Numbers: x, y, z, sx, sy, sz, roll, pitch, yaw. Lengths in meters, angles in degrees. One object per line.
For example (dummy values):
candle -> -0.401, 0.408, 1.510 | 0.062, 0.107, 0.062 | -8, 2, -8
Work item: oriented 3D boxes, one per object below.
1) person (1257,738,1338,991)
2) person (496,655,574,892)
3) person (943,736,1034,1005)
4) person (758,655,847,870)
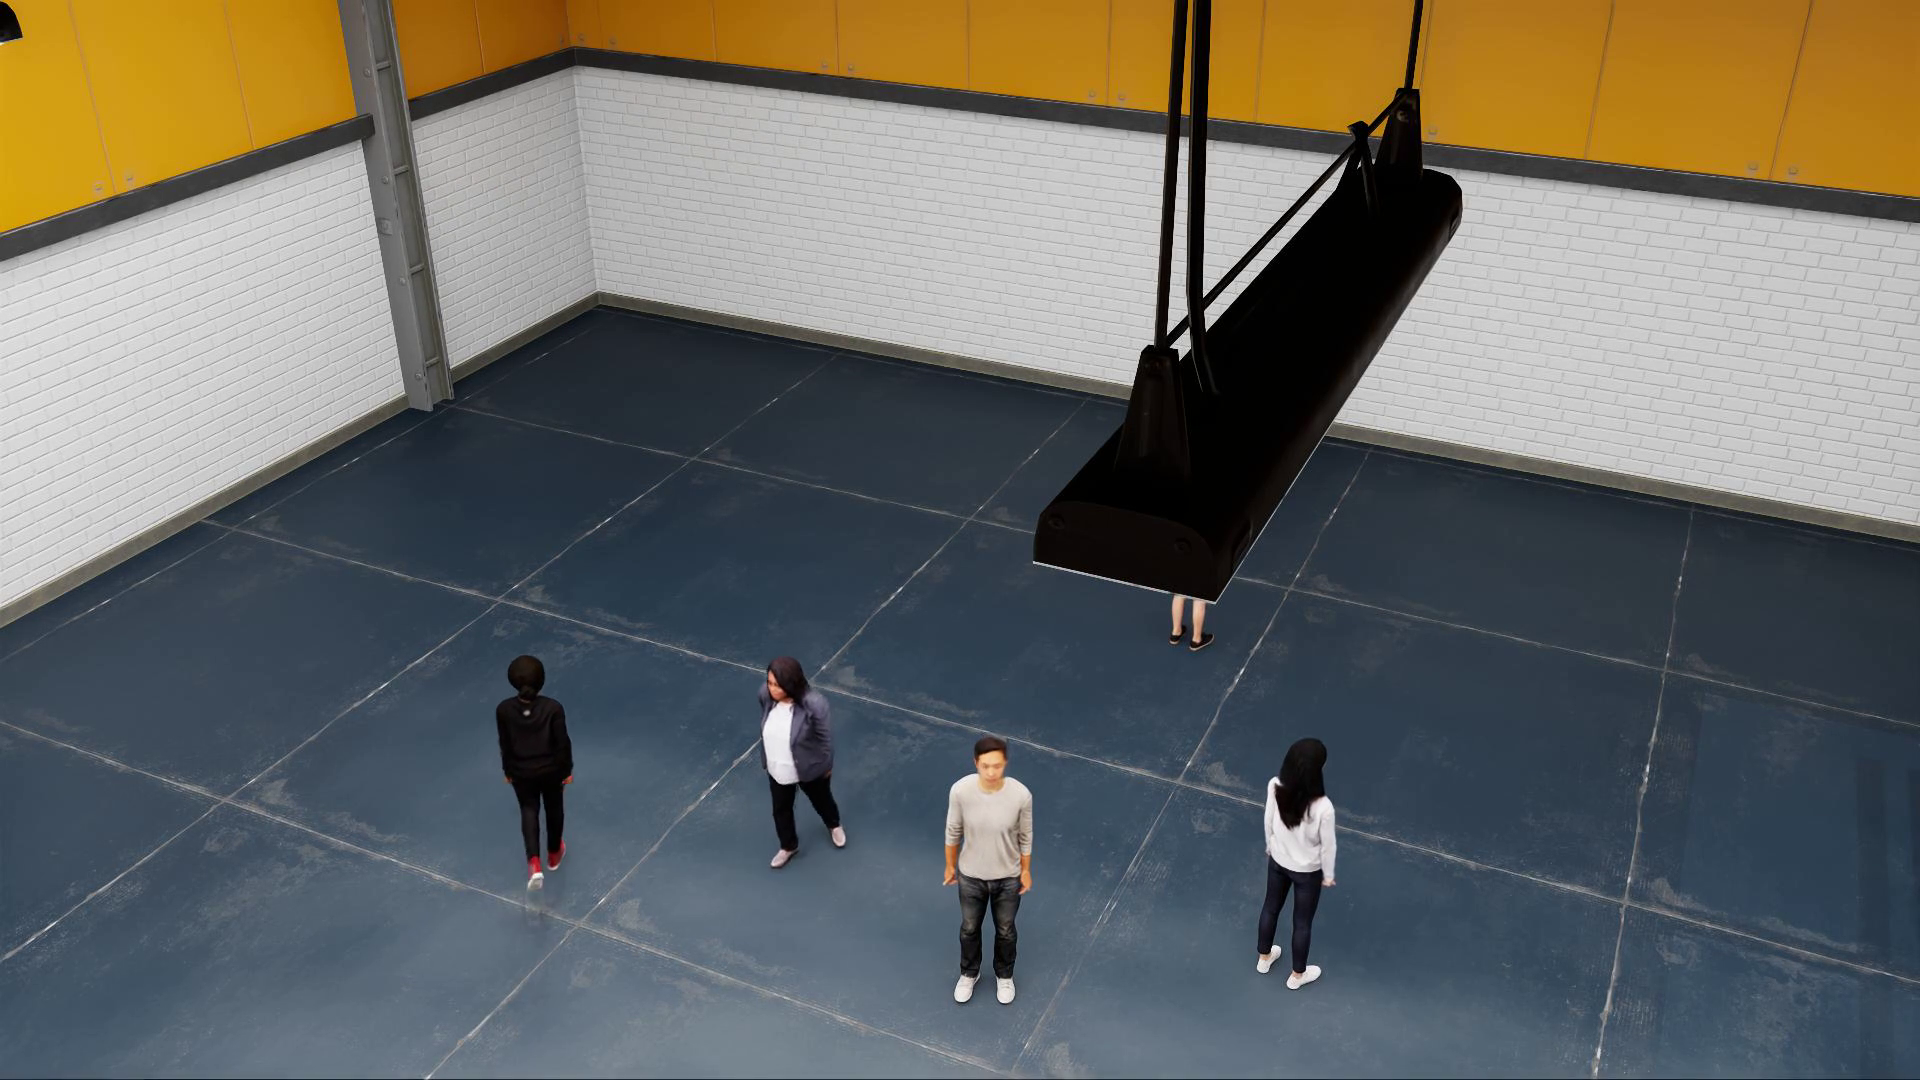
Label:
person -> 1.952, 1.873, 9.690 | 0.683, 1.701, 0.662 | 24, 37, 37
person -> -2.667, 1.482, 10.448 | 0.866, 1.662, 0.999 | -3, 29, -5
person -> 0.171, 1.879, 9.563 | 0.727, 1.812, 0.672 | 2, 29, 4
person -> -1.007, 1.383, 10.730 | 0.691, 1.564, 0.833 | 9, 30, 16
